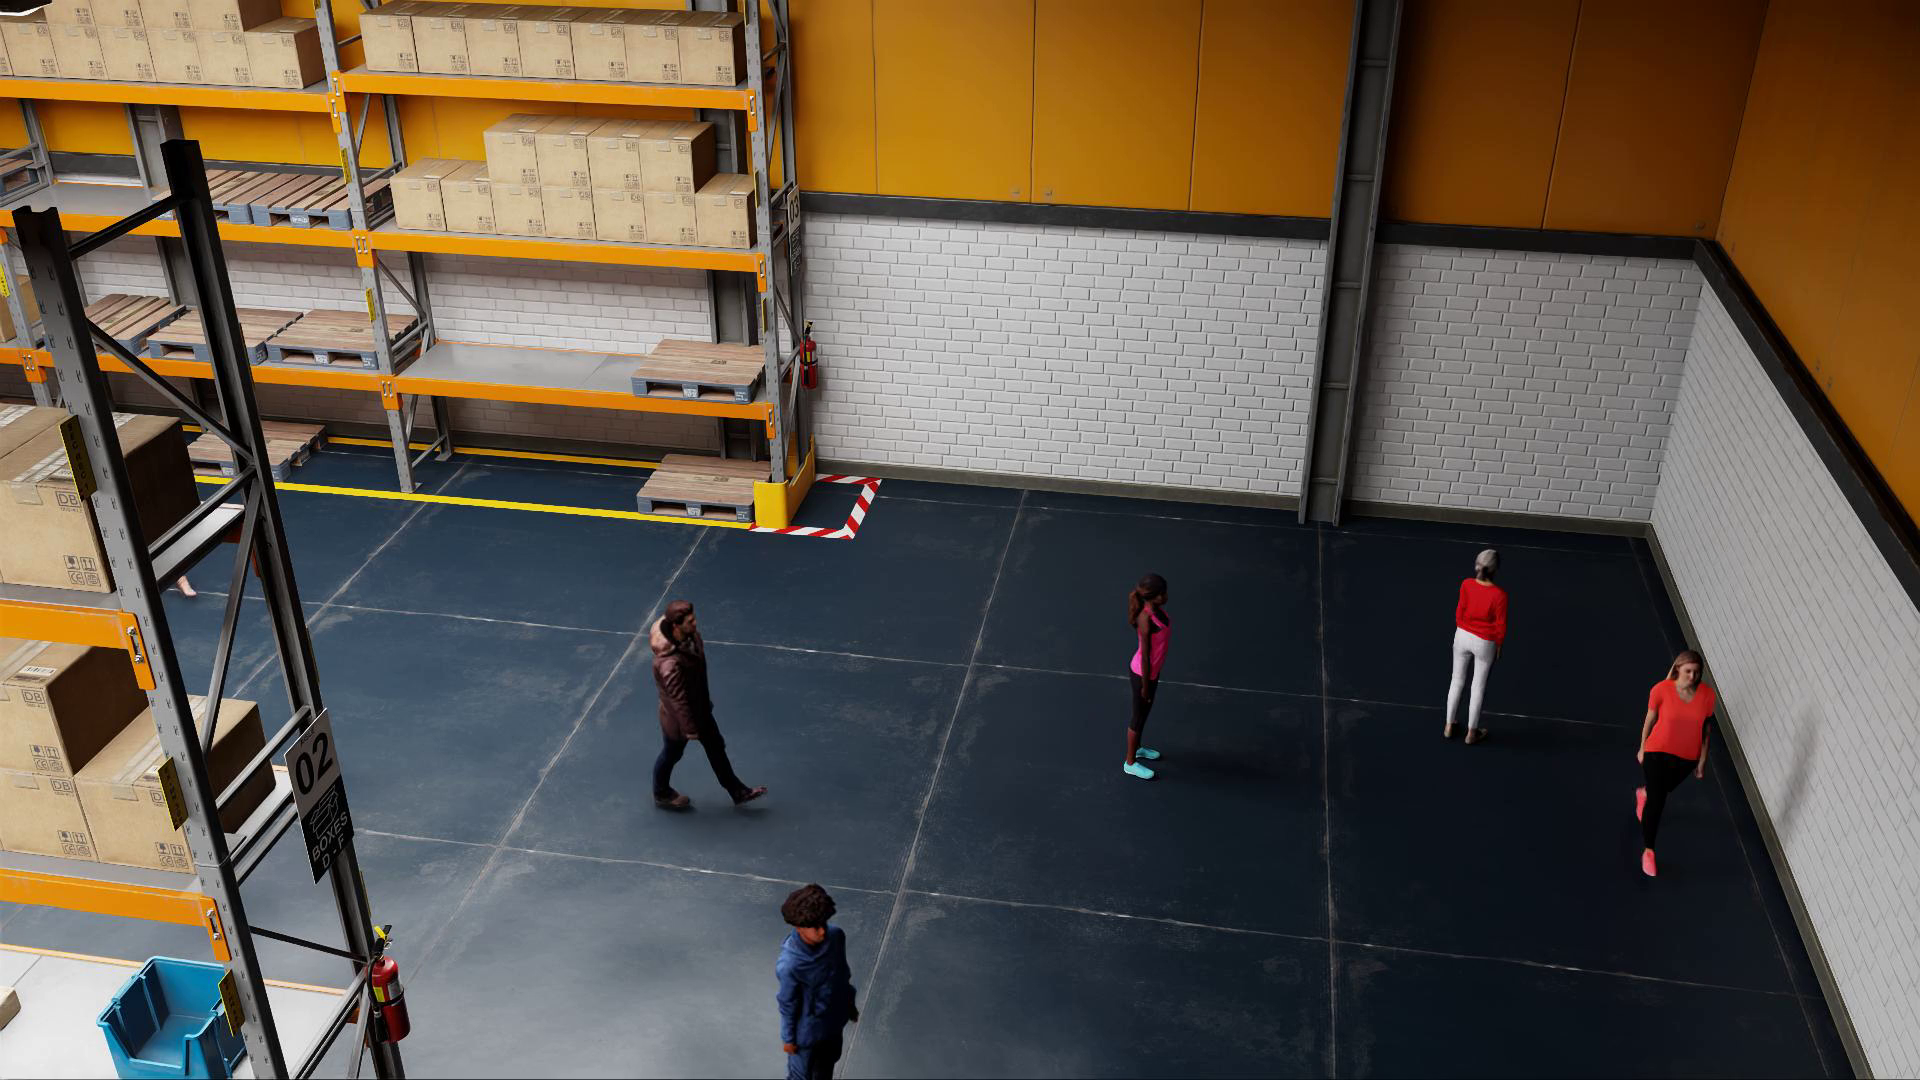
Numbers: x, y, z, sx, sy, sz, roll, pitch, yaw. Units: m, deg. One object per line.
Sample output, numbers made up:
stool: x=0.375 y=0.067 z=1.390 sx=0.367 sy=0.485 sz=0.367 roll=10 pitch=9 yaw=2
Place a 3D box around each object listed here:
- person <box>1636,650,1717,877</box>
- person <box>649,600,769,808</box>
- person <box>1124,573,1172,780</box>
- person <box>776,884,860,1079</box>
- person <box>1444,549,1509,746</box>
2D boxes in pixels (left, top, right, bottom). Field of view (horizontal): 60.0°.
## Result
person: x=5.056 y=1.488 z=11.876 sx=1.065 sy=1.658 sz=0.695 roll=3 pitch=29 yaw=6
person: x=-2.103 y=1.241 z=12.181 sx=1.104 sy=1.799 sz=0.772 roll=6 pitch=29 yaw=10
person: x=1.419 y=1.004 z=12.694 sx=0.578 sy=1.723 sz=0.591 roll=9 pitch=30 yaw=15
person: x=-0.830 y=2.699 z=9.498 sx=0.753 sy=1.808 sz=0.767 roll=21 pitch=35 yaw=33
person: x=4.047 y=0.826 z=13.051 sx=0.591 sy=1.694 sz=0.694 roll=19 pitch=34 yaw=31
